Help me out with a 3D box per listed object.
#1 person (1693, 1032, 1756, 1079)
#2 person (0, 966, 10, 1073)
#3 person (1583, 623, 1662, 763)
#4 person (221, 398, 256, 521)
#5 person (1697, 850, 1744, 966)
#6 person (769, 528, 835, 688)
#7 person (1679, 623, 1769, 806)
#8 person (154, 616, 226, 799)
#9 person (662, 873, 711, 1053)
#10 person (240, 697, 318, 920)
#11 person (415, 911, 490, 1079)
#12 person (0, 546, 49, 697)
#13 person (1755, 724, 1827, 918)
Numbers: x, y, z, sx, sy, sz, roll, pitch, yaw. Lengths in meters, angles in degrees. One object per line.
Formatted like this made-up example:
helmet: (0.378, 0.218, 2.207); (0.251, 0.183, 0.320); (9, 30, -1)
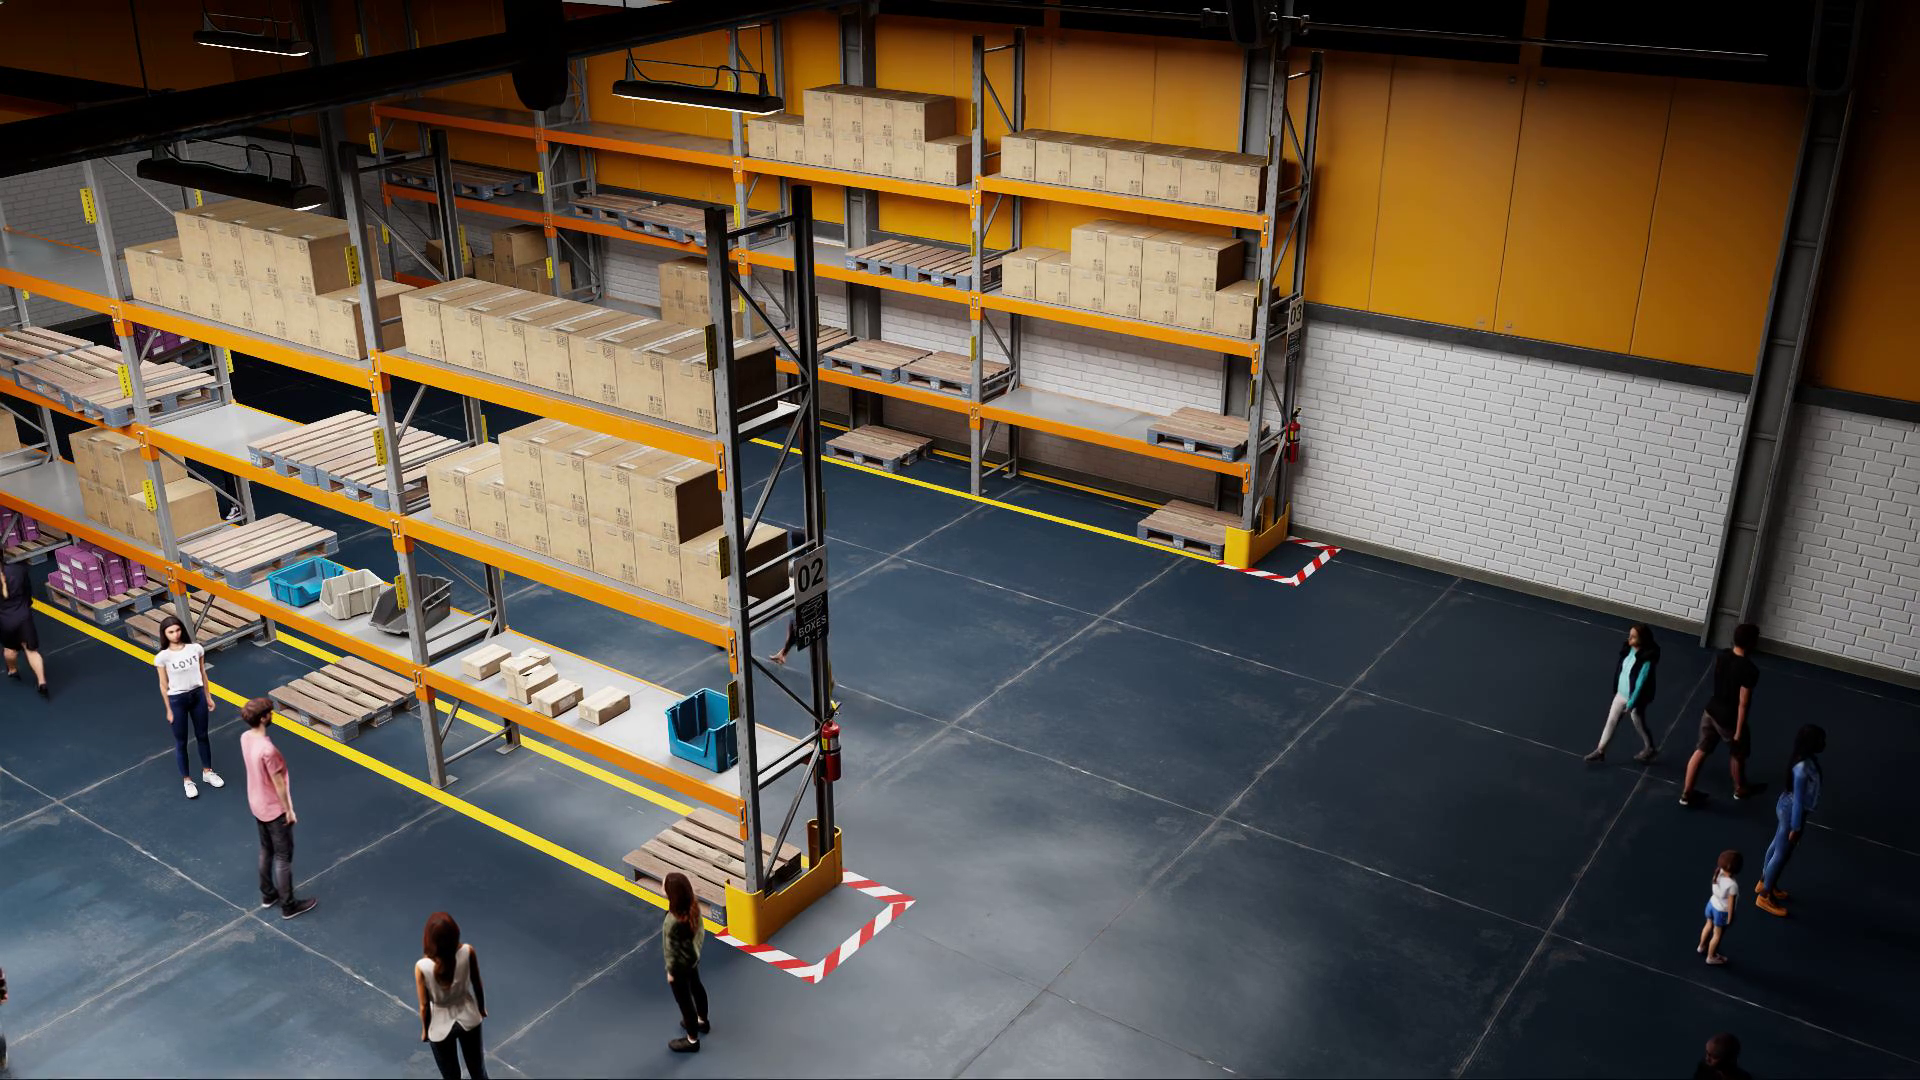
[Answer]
person: (4.838, 3.757, 10.384); (0.983, 1.701, 1.045); (-14, 27, -29)
person: (-7.008, 3.323, 11.882); (0.650, 1.297, 0.759); (-16, 28, -33)
person: (6.485, 1.489, 15.866); (0.992, 1.465, 0.980); (-6, 24, -14)
person: (-9.399, -1.127, 21.473); (0.680, 1.768, 0.750); (-3, 24, -6)
person: (6.038, 2.898, 13.199); (0.540, 1.019, 0.488); (-2, 24, -3)
person: (-1.549, 0.751, 17.221); (1.101, 1.733, 0.616); (15, 28, 31)
person: (6.874, 1.621, 15.111); (1.140, 1.829, 1.134); (-7, 25, -16)
person: (-7.171, 1.519, 15.411); (0.552, 1.774, 0.615); (21, 31, 39)
person: (-2.022, 3.076, 12.226); (0.617, 1.474, 0.639); (5, 24, 11)
person: (-5.674, 2.188, 13.655); (0.514, 1.955, 0.679); (18, 29, 35)
person: (-3.437, 3.303, 11.321); (0.670, 1.782, 0.654); (-14, 27, -30)
person: (-9.686, 0.866, 17.095); (1.119, 1.623, 0.787); (20, 31, 39)
person: (6.883, 2.276, 13.758); (0.562, 1.712, 0.631); (12, 26, 25)
